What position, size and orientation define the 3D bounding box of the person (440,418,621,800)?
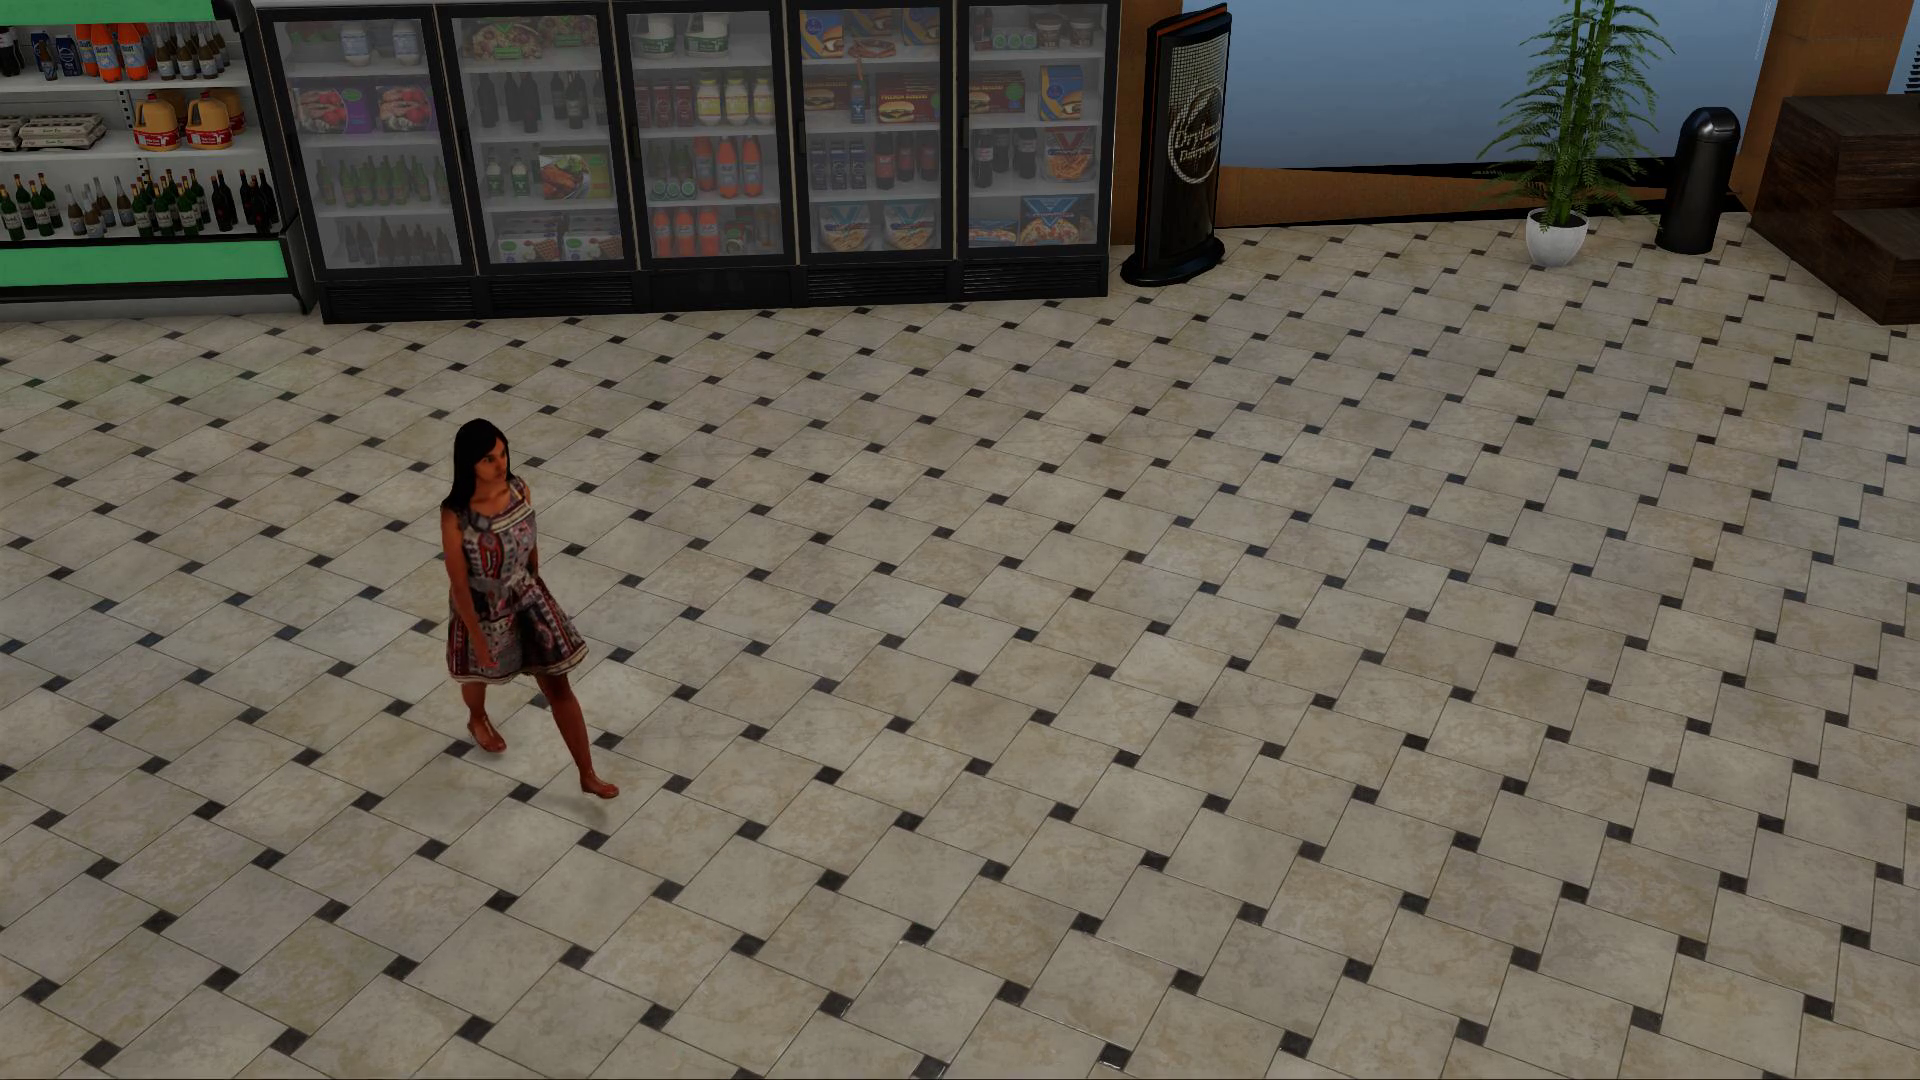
[{"bbox_3d":[-1.859,0.266,6.545,1.141,1.594,1.133,27,41,37],"label":"person"}]
